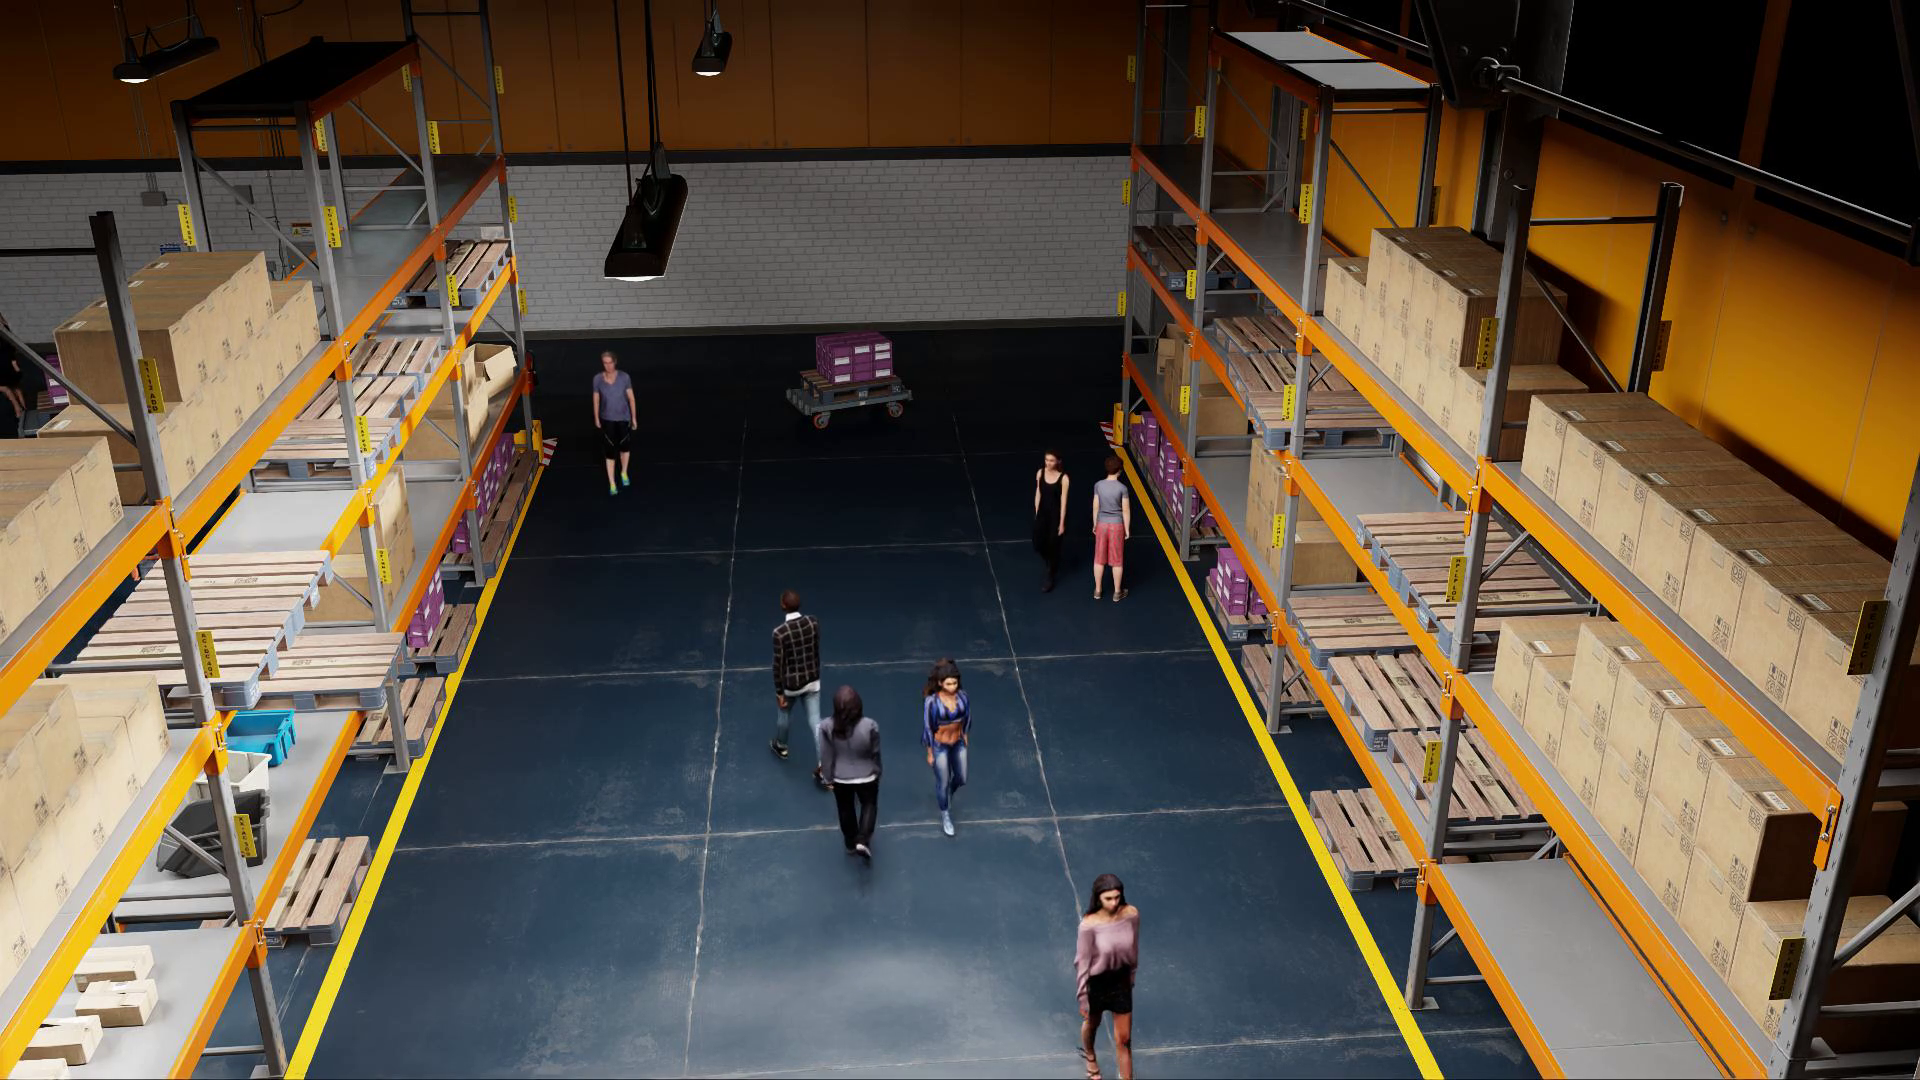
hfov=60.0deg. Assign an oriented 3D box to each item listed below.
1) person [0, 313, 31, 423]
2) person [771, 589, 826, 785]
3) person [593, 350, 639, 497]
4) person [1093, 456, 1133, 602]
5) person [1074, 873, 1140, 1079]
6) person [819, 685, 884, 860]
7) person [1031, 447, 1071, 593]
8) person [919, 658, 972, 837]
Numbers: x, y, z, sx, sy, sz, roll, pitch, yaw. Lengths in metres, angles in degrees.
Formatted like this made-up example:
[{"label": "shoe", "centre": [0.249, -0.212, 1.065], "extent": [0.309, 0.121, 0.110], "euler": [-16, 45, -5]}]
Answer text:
[{"label": "person", "centre": [-13.426, -2.494, 23.548], "extent": [0.809, 1.736, 0.868], "euler": [19, 30, 37]}, {"label": "person", "centre": [-1.370, 1.327, 14.756], "extent": [0.974, 1.777, 1.285], "euler": [-12, 26, -26]}, {"label": "person", "centre": [-4.389, -1.546, 21.236], "extent": [0.806, 1.851, 1.136], "euler": [-7, 25, -16]}, {"label": "person", "centre": [1.648, -0.129, 18.245], "extent": [0.671, 1.650, 0.671], "euler": [9, 25, 20]}, {"label": "person", "centre": [0.928, 2.932, 11.081], "extent": [0.794, 1.781, 1.033], "euler": [-7, 25, -16]}, {"label": "person", "centre": [-0.878, 1.938, 13.600], "extent": [0.732, 1.584, 0.832], "euler": [1, 24, 3]}, {"label": "person", "centre": [1.060, -0.259, 18.506], "extent": [0.748, 1.679, 0.809], "euler": [15, 28, 30]}, {"label": "person", "centre": [-0.137, 1.720, 14.062], "extent": [0.723, 1.613, 0.772], "euler": [-9, 25, -20]}]
